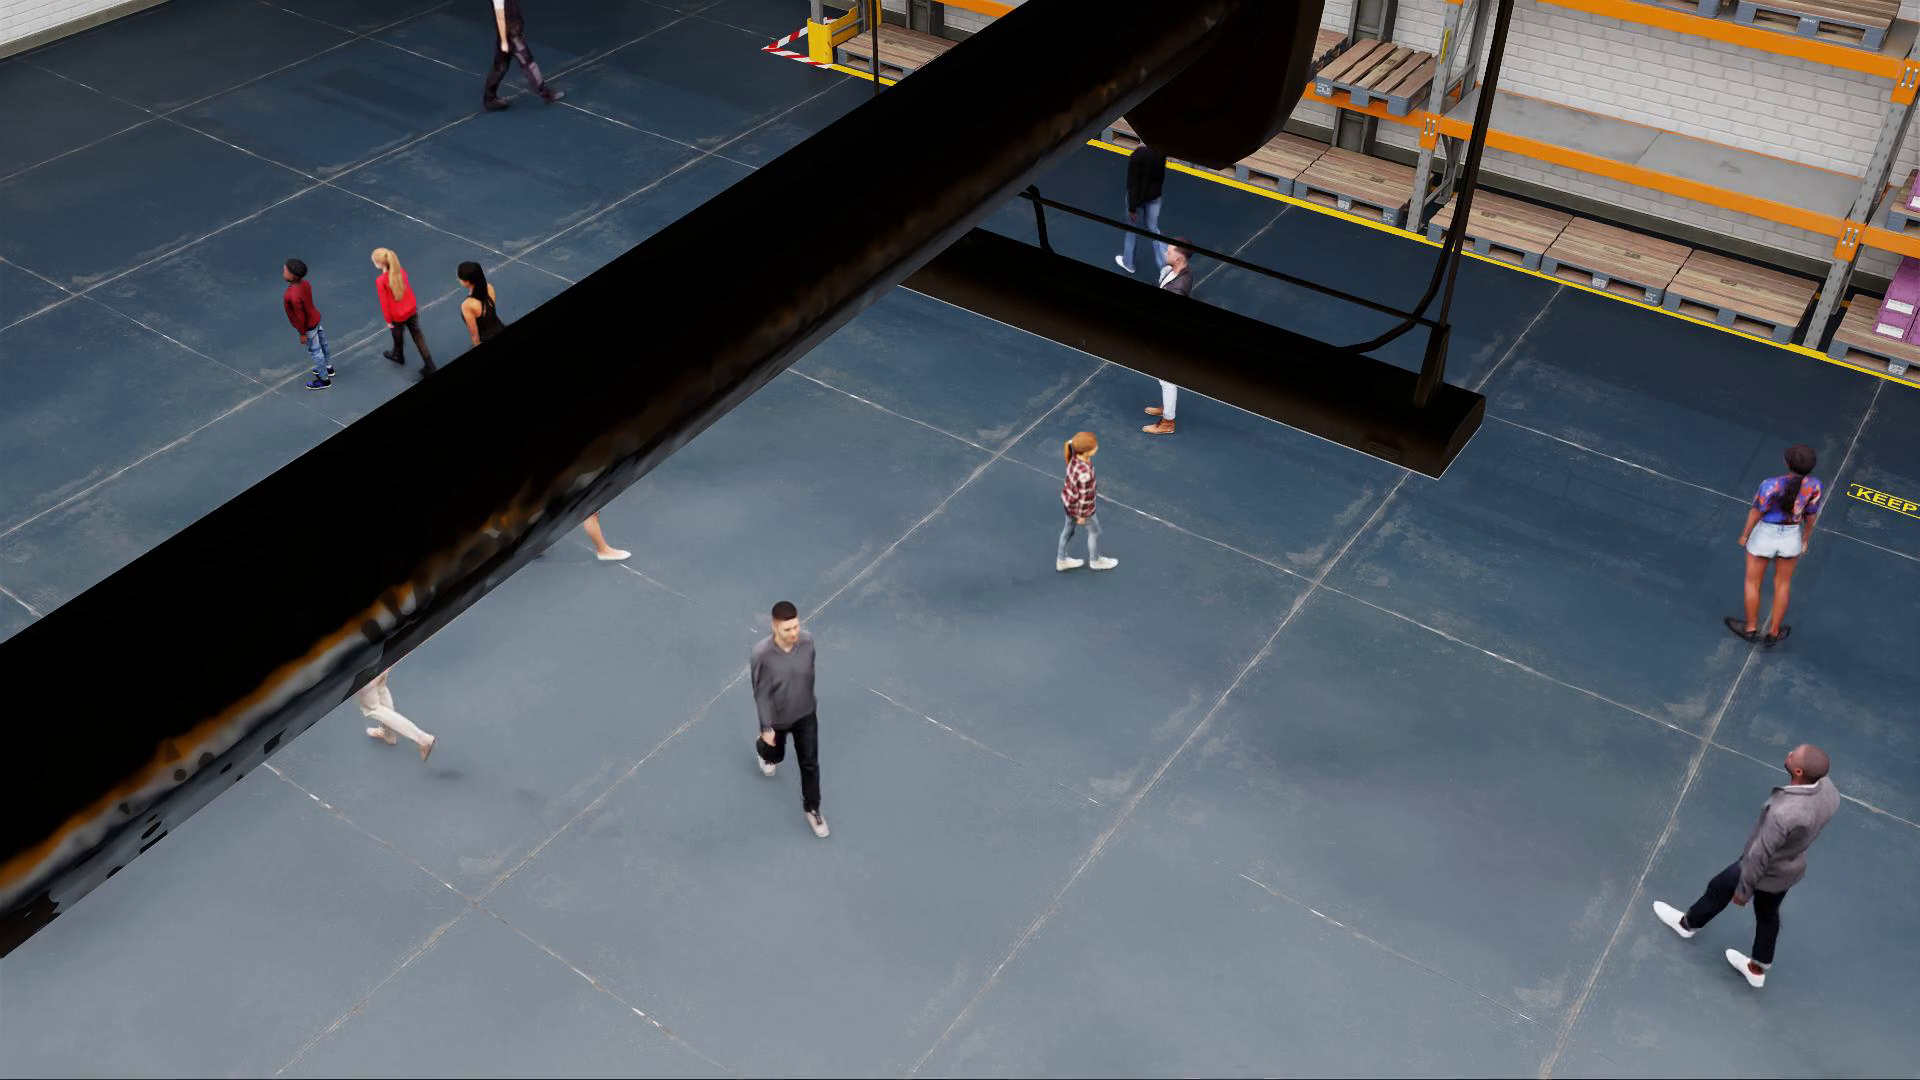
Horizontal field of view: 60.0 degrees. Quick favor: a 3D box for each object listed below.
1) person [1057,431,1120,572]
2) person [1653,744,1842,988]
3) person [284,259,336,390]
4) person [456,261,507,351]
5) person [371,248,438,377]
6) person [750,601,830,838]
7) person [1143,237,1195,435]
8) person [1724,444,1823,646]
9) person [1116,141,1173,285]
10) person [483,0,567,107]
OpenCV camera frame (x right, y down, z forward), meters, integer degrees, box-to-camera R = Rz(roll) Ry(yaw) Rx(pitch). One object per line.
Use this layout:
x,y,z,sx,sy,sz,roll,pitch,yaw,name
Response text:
0.854,-0.275,12.743,0.812,1.291,0.759,-9,40,-11,person
4.727,1.940,9.568,0.993,1.792,1.115,-19,42,-22,person
-5.826,-1.953,14.872,0.633,1.256,0.588,-1,39,-1,person
-3.932,-1.635,14.185,1.138,1.617,0.658,20,43,23,person
-4.972,-2.019,14.961,0.901,1.248,0.518,24,45,27,person
-1.148,1.068,10.705,0.951,1.735,1.177,-18,42,-21,person
1.812,-1.750,14.152,0.697,1.837,0.730,7,39,9,person
5.913,0.037,12.006,0.724,1.722,0.884,11,40,13,person
1.854,-3.289,16.166,0.910,1.729,1.145,-20,43,-23,person
-5.335,-5.857,19.325,1.212,1.799,1.218,-10,40,-12,person
